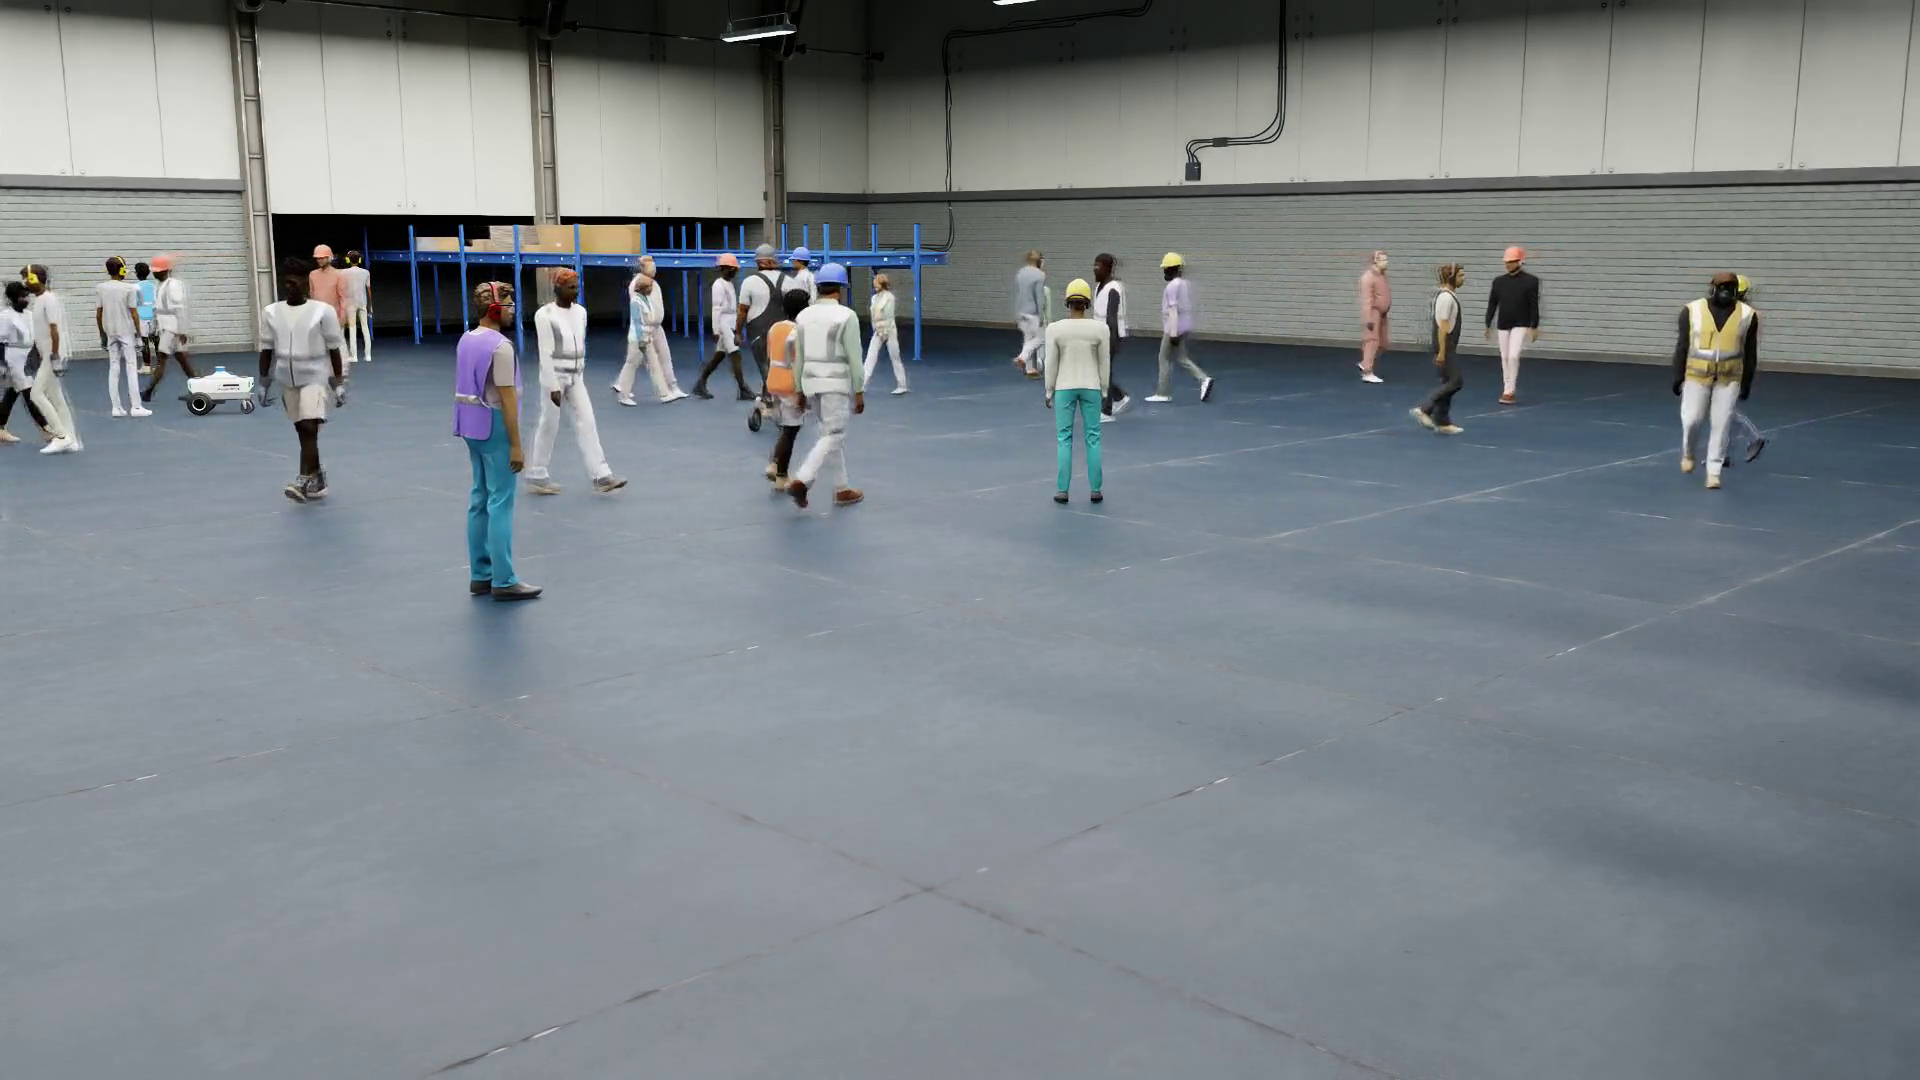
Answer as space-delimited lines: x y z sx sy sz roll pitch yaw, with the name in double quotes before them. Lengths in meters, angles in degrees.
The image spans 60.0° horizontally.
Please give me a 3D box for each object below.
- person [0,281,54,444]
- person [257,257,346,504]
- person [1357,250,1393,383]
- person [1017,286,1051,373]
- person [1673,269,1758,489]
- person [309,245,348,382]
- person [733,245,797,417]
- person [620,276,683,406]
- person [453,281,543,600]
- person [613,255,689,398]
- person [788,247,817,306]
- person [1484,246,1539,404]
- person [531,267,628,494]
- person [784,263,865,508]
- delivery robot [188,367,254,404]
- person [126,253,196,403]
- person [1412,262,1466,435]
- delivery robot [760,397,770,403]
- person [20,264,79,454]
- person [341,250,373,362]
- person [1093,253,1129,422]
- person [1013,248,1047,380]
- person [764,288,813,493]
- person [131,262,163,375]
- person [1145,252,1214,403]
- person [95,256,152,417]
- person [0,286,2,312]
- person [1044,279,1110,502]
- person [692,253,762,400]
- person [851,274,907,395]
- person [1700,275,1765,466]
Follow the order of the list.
"person" -9.458 -1.784 16.812 0.830 1.641 0.552 0 10 -2
"person" -5.244 -1.242 13.100 0.630 1.923 0.941 1 10 5
"person" 5.999 -3.211 23.938 0.420 1.892 0.667 7 13 34
"person" 1.118 -3.291 25.095 0.517 1.618 0.519 0 10 0
"person" 6.377 -1.370 14.074 0.649 1.827 0.555 4 11 19
"person" -9.049 -3.194 23.644 0.647 1.960 0.905 2 11 12
"person" -2.322 -2.464 19.581 0.704 2.000 0.979 -7 12 -34
"person" -3.895 -2.467 20.691 0.828 1.593 0.570 2 11 13
"person" -2.749 -0.583 9.737 0.377 1.844 0.567 -9 14 -41
"person" -4.093 -2.782 21.704 0.981 1.858 0.645 3 11 15
"person" -2.113 -2.975 22.495 0.379 1.950 0.608 2 11 10
"person" 6.834 -2.669 20.777 0.647 1.962 0.819 10 14 44
"person" -3.154 -1.275 13.526 0.976 1.832 0.596 6 12 30
"person" -1.051 -1.175 12.828 0.658 1.913 0.834 9 13 39
"delivery robot" -8.864 -1.838 19.967 0.707 0.478 0.477 -3 11 -17
"person" -10.101 -2.666 21.014 0.991 1.866 0.617 -10 14 -42
"person" 5.153 -2.031 17.680 0.466 1.831 0.518 2 11 11
"delivery robot" -1.981 -1.651 18.239 0.335 0.223 0.698 3 11 14
"person" -8.913 -1.761 16.204 0.501 1.835 0.551 -6 12 -31
"person" -10.142 -3.928 27.946 0.516 1.864 0.319 -8 13 -38
"person" 1.662 -2.302 18.923 0.451 1.907 0.602 -2 11 -9
"person" 1.008 -3.322 24.483 0.535 1.920 0.630 -7 13 -34
"person" -1.390 -1.222 13.661 0.375 1.675 0.561 -8 13 -37
"person" -12.441 -3.386 25.433 0.318 1.697 0.535 5 11 25
"person" 2.793 -2.679 21.036 0.797 1.903 0.594 5 11 24
"person" -9.831 -2.382 19.486 0.514 1.871 0.327 1 10 4
"person" -15.884 -3.800 27.065 0.589 1.924 0.383 -1 10 -8
"person" 0.929 -1.185 13.236 0.526 1.769 0.329 0 10 0
"person" -3.073 -2.770 21.570 0.965 1.892 0.555 1 10 5
"person" -1.069 -2.704 21.994 0.884 1.588 0.538 -8 13 -37
"person" 7.065 -1.536 15.173 0.448 1.754 0.538 1 10 4
